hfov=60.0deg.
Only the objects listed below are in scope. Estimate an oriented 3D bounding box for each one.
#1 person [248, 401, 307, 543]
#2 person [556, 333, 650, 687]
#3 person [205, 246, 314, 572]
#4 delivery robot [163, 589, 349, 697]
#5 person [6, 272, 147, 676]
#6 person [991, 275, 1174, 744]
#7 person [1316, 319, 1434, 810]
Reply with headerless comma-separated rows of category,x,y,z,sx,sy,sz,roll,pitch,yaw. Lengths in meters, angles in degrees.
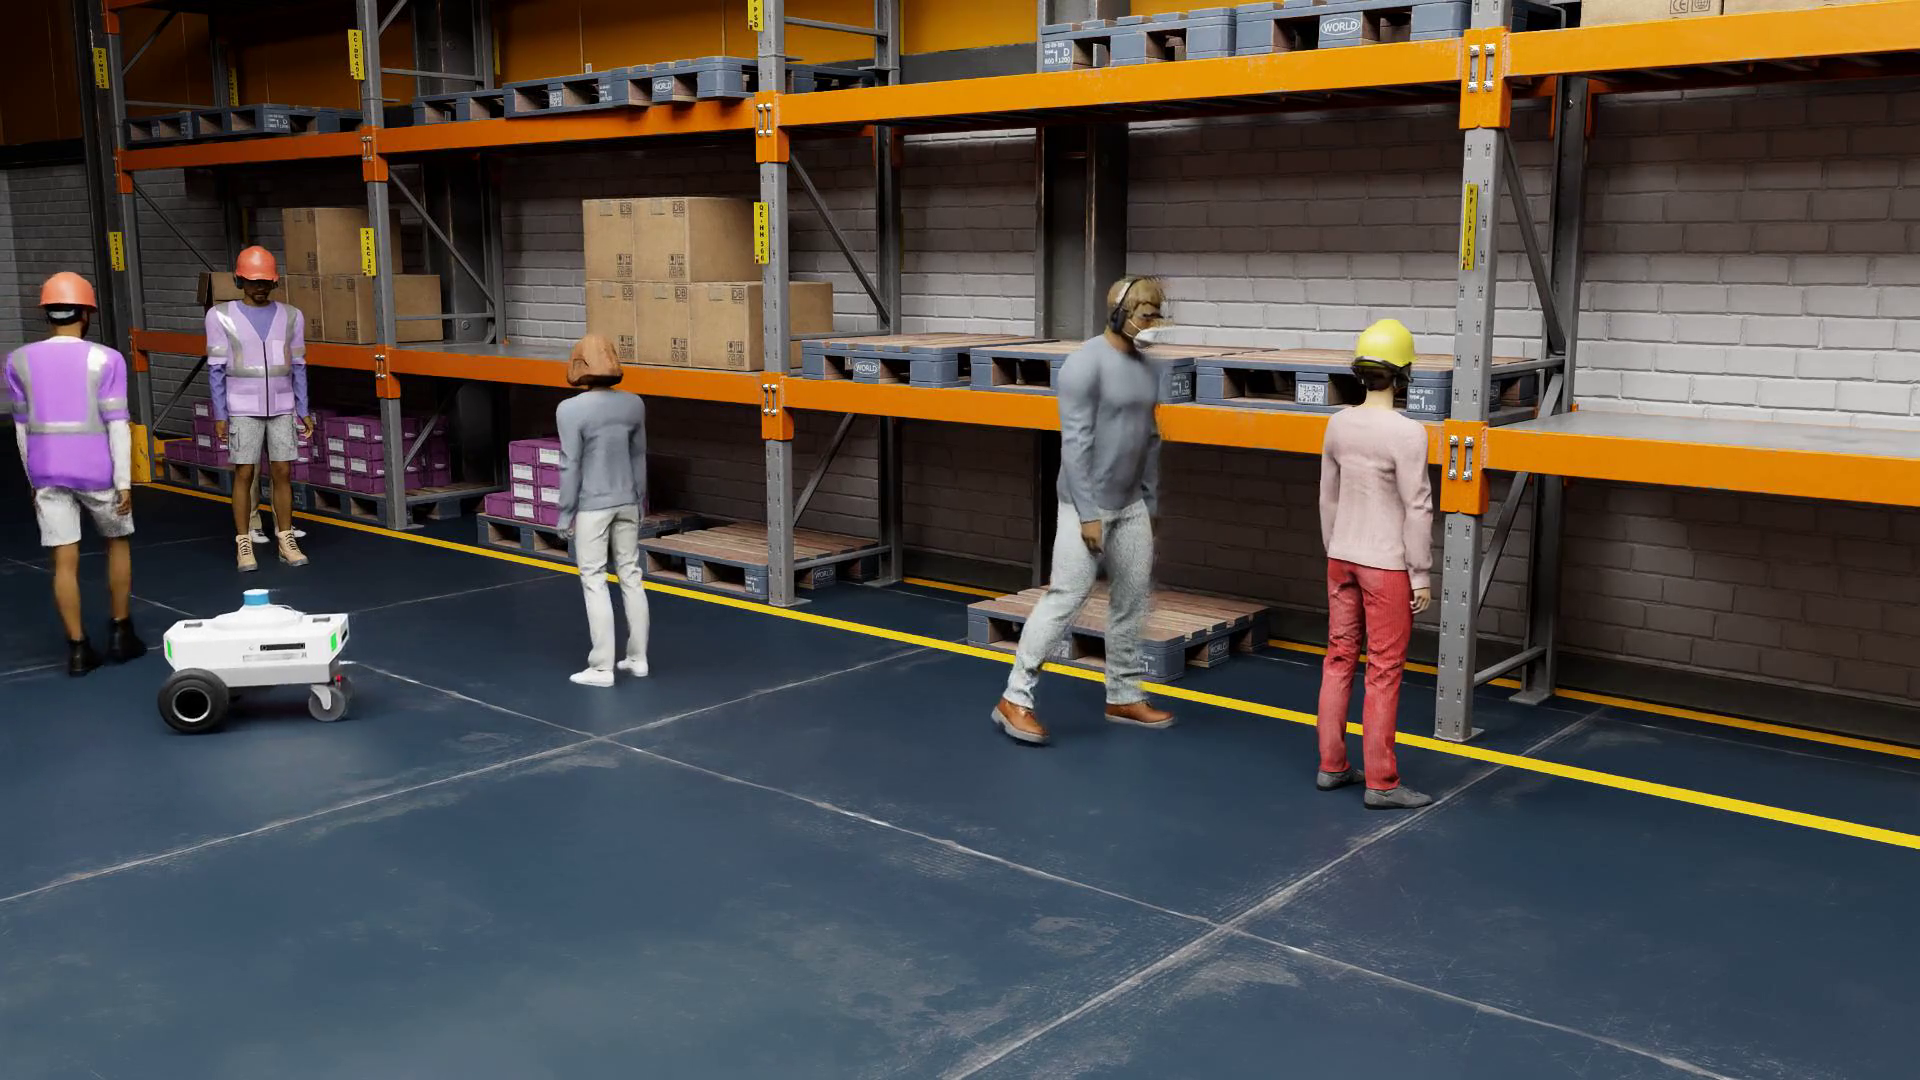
person,-4.790,-0.796,11.497,0.277,1.628,0.500,6,12,31
person,-1.656,-0.138,7.728,0.266,1.632,0.507,8,13,38
person,-4.387,-0.821,10.477,0.605,2.034,0.391,-8,13,-38
delivery robot,-3.007,0.456,7.147,0.707,0.478,0.477,-2,10,-12
person,-4.234,-0.322,8.011,0.544,1.908,0.661,-2,10,-11
person,0.531,-0.122,6.857,0.559,1.913,0.832,8,13,39
person,1.515,0.091,6.040,0.302,1.771,0.531,-5,11,-28
